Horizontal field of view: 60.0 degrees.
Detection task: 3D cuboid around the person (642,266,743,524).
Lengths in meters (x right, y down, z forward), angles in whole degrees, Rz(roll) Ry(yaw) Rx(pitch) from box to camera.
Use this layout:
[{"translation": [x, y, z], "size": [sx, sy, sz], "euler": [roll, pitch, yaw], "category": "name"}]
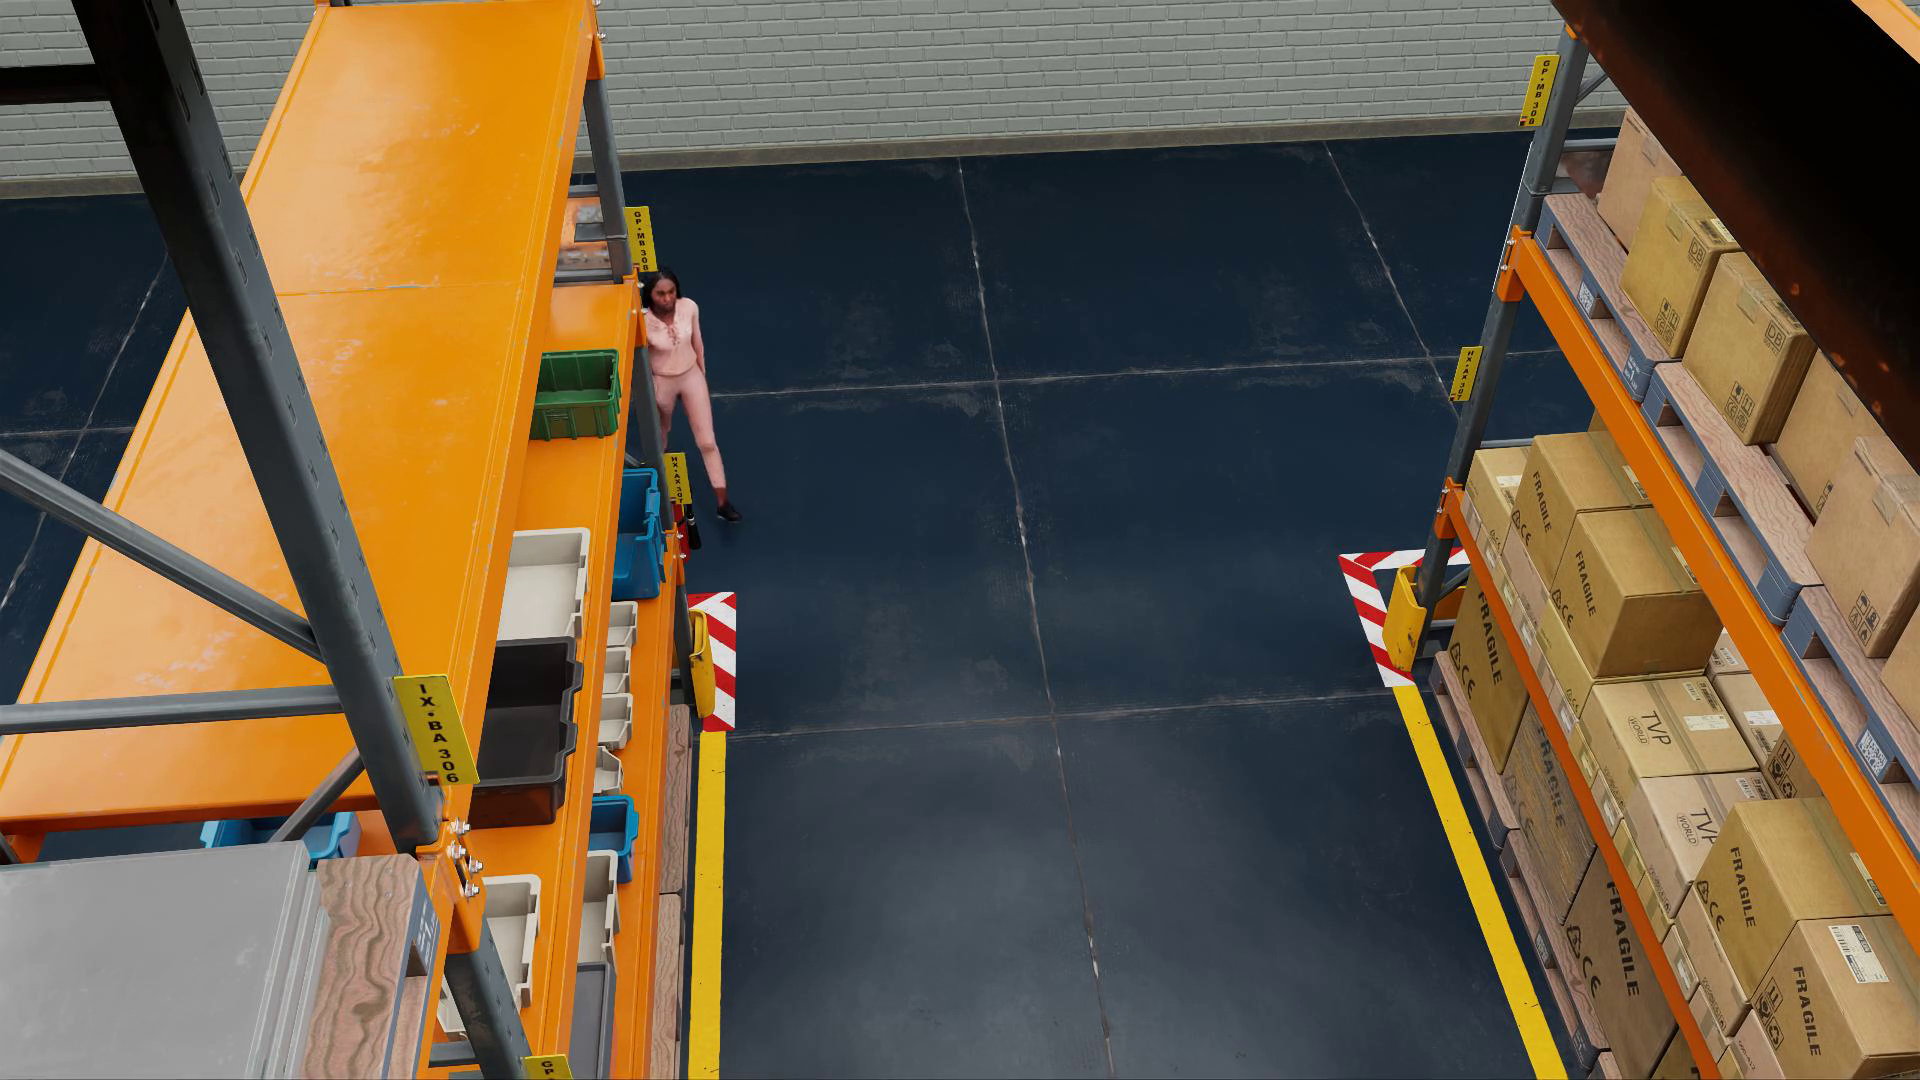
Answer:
[{"translation": [-1.742, -0.922, 9.865], "size": [1.007, 1.672, 1.225], "euler": [-25, 49, -24], "category": "person"}]
